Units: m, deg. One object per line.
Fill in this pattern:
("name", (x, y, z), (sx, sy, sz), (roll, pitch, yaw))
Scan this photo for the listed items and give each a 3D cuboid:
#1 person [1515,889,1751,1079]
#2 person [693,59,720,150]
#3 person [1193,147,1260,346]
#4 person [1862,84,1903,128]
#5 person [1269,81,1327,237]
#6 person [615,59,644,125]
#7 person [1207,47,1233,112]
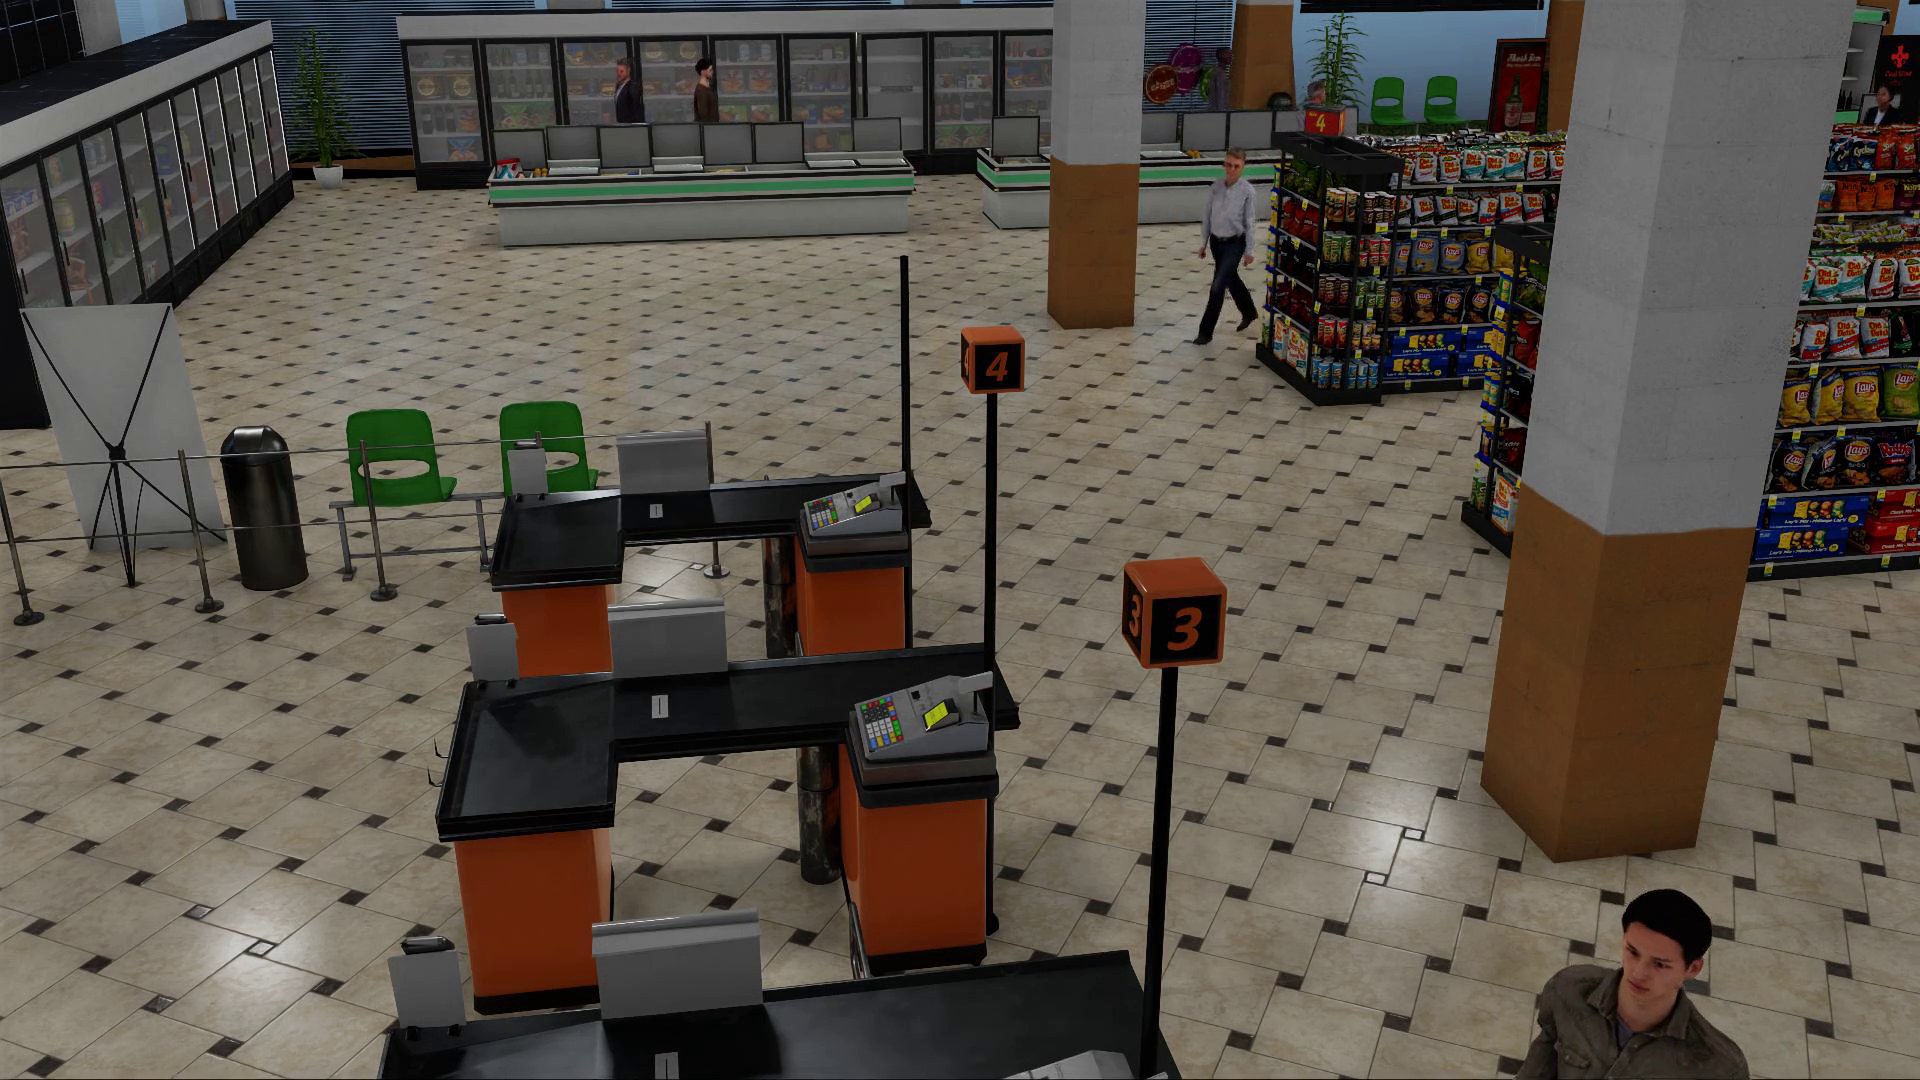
("person", (1.654, 1.676, 4.260), (0.805, 1.866, 0.801), (-19, 29, -39))
("person", (-3.342, -5.213, 21.432), (1.160, 1.845, 0.659), (-3, 22, -7))
("person", (2.510, -2.706, 15.298), (1.093, 1.767, 1.256), (20, 29, 41))
("person", (10.706, -4.374, 19.377), (0.760, 1.822, 0.732), (-13, 25, -29))
("person", (4.061, -4.450, 19.606), (1.265, 1.792, 0.870), (-8, 23, -19))
("person", (-4.305, -5.430, 22.029), (1.153, 1.805, 0.967), (-13, 25, -30))
("person", (3.512, -5.961, 23.328), (0.690, 1.820, 0.698), (-3, 22, -7))
